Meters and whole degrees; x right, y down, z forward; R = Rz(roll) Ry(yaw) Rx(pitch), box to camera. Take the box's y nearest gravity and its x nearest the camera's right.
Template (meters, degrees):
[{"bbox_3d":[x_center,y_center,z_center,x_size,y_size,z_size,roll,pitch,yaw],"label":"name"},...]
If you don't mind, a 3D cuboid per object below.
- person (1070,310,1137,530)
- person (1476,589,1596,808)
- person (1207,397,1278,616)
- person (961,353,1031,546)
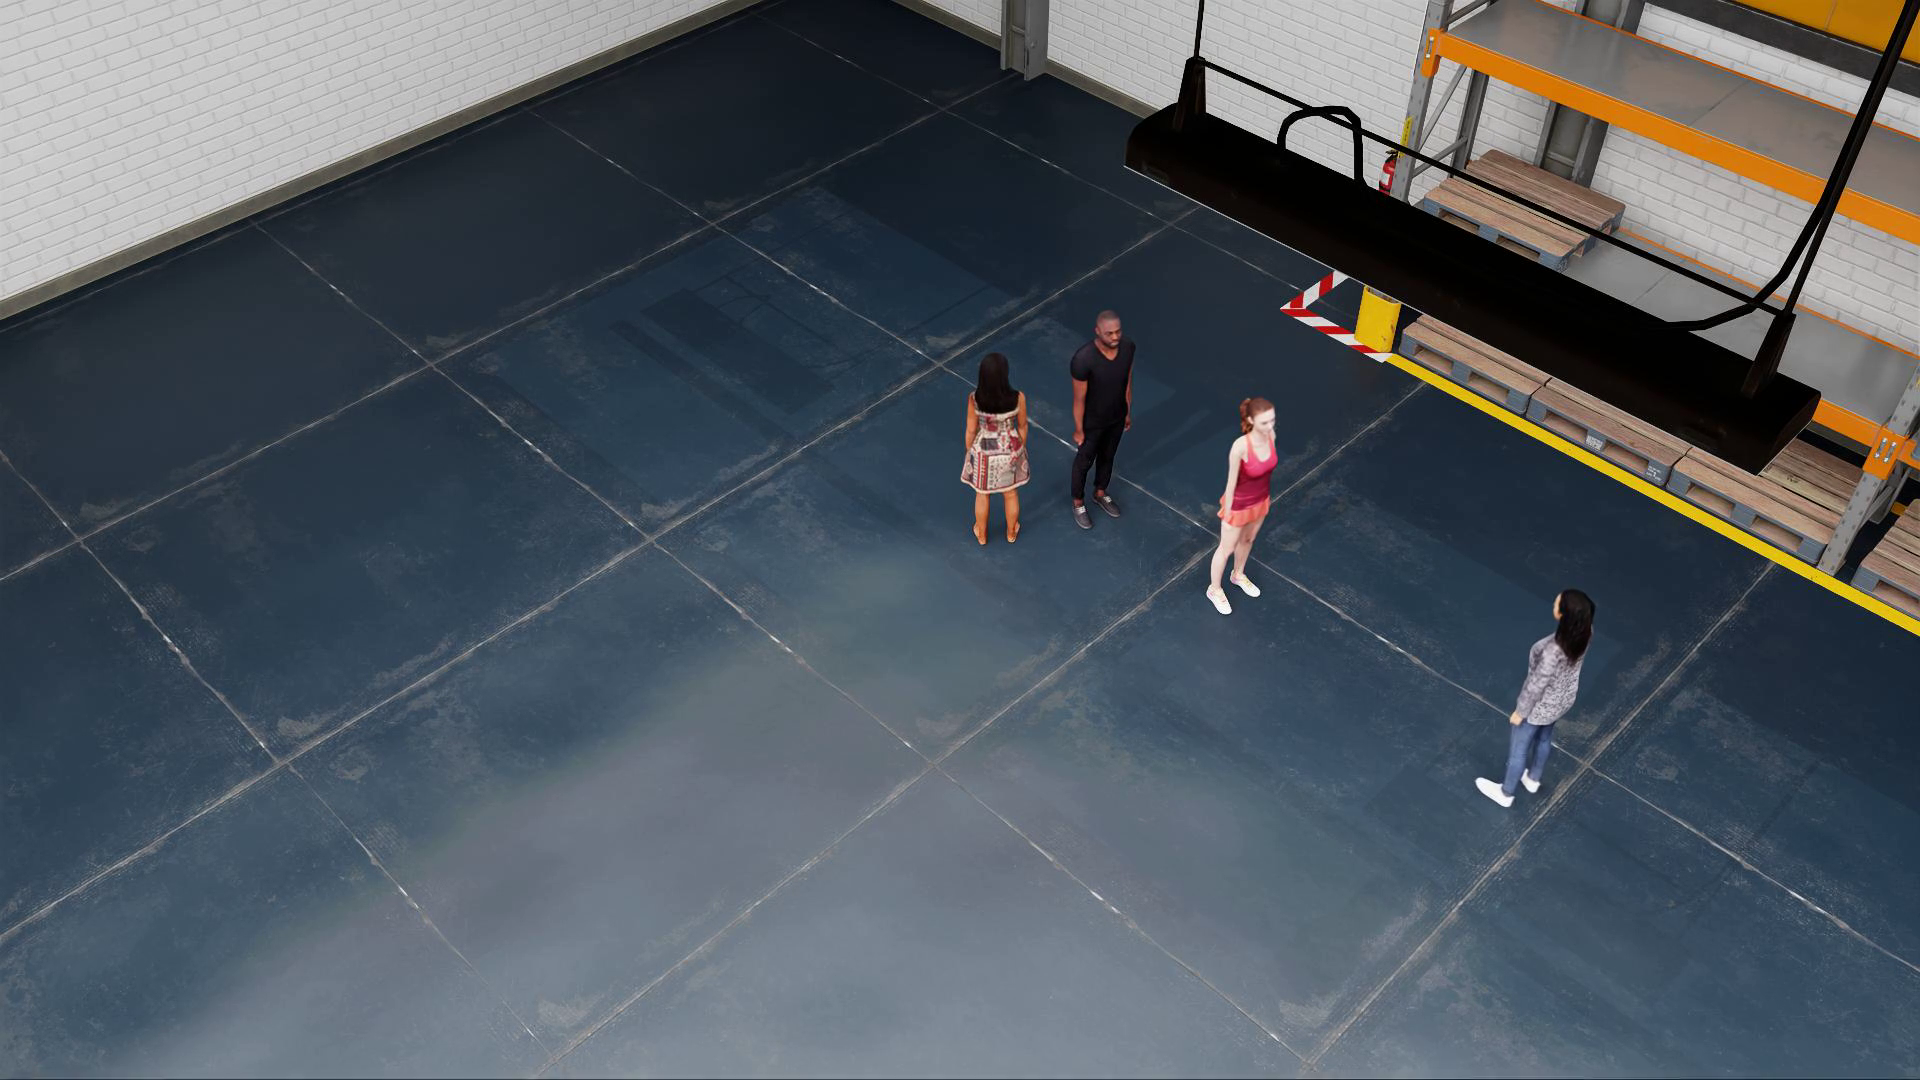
[{"bbox_3d":[1.006,-0.889,11.941,0.721,1.820,0.656,-22,48,-21],"label":"person"},{"bbox_3d":[3.548,0.965,10.058,0.640,1.732,0.573,-28,50,-26],"label":"person"},{"bbox_3d":[1.950,-0.260,11.328,0.595,1.754,0.589,-27,50,-26],"label":"person"},{"bbox_3d":[0.252,-0.634,11.802,0.718,1.643,0.761,-3,44,-3],"label":"person"}]
